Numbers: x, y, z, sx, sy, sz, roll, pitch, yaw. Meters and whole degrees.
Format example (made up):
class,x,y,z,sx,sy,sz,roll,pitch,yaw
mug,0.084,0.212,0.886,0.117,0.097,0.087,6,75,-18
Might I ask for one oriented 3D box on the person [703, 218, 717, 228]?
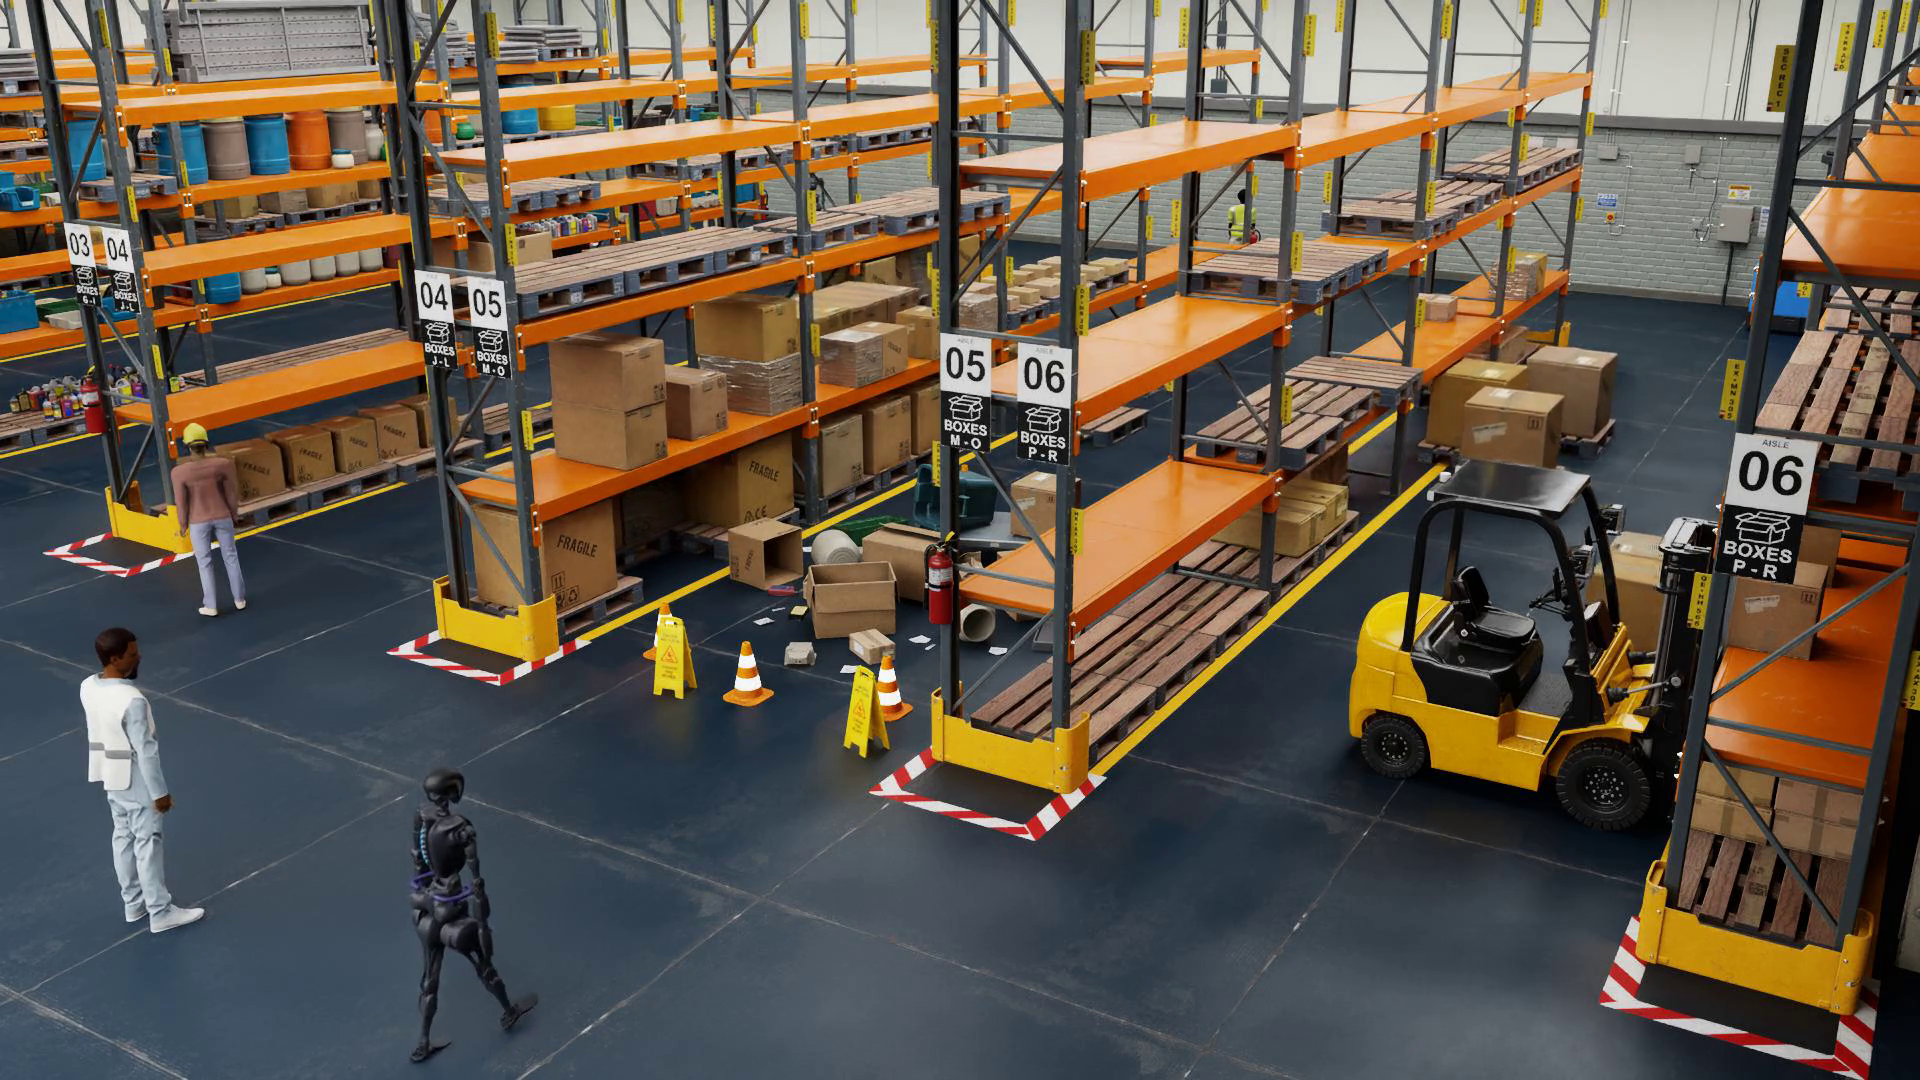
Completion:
class,x,y,z,sx,sy,sz,roll,pitch,yaw
person,-5.238,-7.062,34.863,0.491,1.688,0.347,-6,20,-15

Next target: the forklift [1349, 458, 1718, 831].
class,x,y,z,sx,sy,sz,roll,pitch,yaw
forklift,3.988,0.658,11.776,2.313,2.155,1.214,11,22,29

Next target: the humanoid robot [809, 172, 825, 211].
class,x,y,z,sx,sy,sz,roll,pitch,yaw
humanoid robot,-3.109,-7.031,34.799,0.589,1.645,0.394,-6,20,-18

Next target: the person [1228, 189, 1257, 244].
class,x,y,z,sx,sy,sz,roll,pitch,yaw
person,5.185,-5.599,30.616,0.531,1.696,0.319,6,20,16

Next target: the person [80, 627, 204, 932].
class,x,y,z,sx,sy,sz,roll,pitch,yaw
person,-4.959,1.437,9.947,0.587,1.915,0.397,13,23,34

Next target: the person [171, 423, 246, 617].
class,x,y,z,sx,sy,sz,roll,pitch,yaw
person,-6.706,-0.179,14.840,0.522,1.768,0.310,-16,24,-38

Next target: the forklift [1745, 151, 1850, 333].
class,x,y,z,sx,sy,sz,roll,pitch,yaw
forklift,13.620,-4.667,26.137,1.873,2.768,1.129,11,22,29

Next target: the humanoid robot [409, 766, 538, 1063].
class,x,y,z,sx,sy,sz,roll,pitch,yaw
humanoid robot,-2.698,1.944,8.883,0.590,1.629,0.715,13,23,33
